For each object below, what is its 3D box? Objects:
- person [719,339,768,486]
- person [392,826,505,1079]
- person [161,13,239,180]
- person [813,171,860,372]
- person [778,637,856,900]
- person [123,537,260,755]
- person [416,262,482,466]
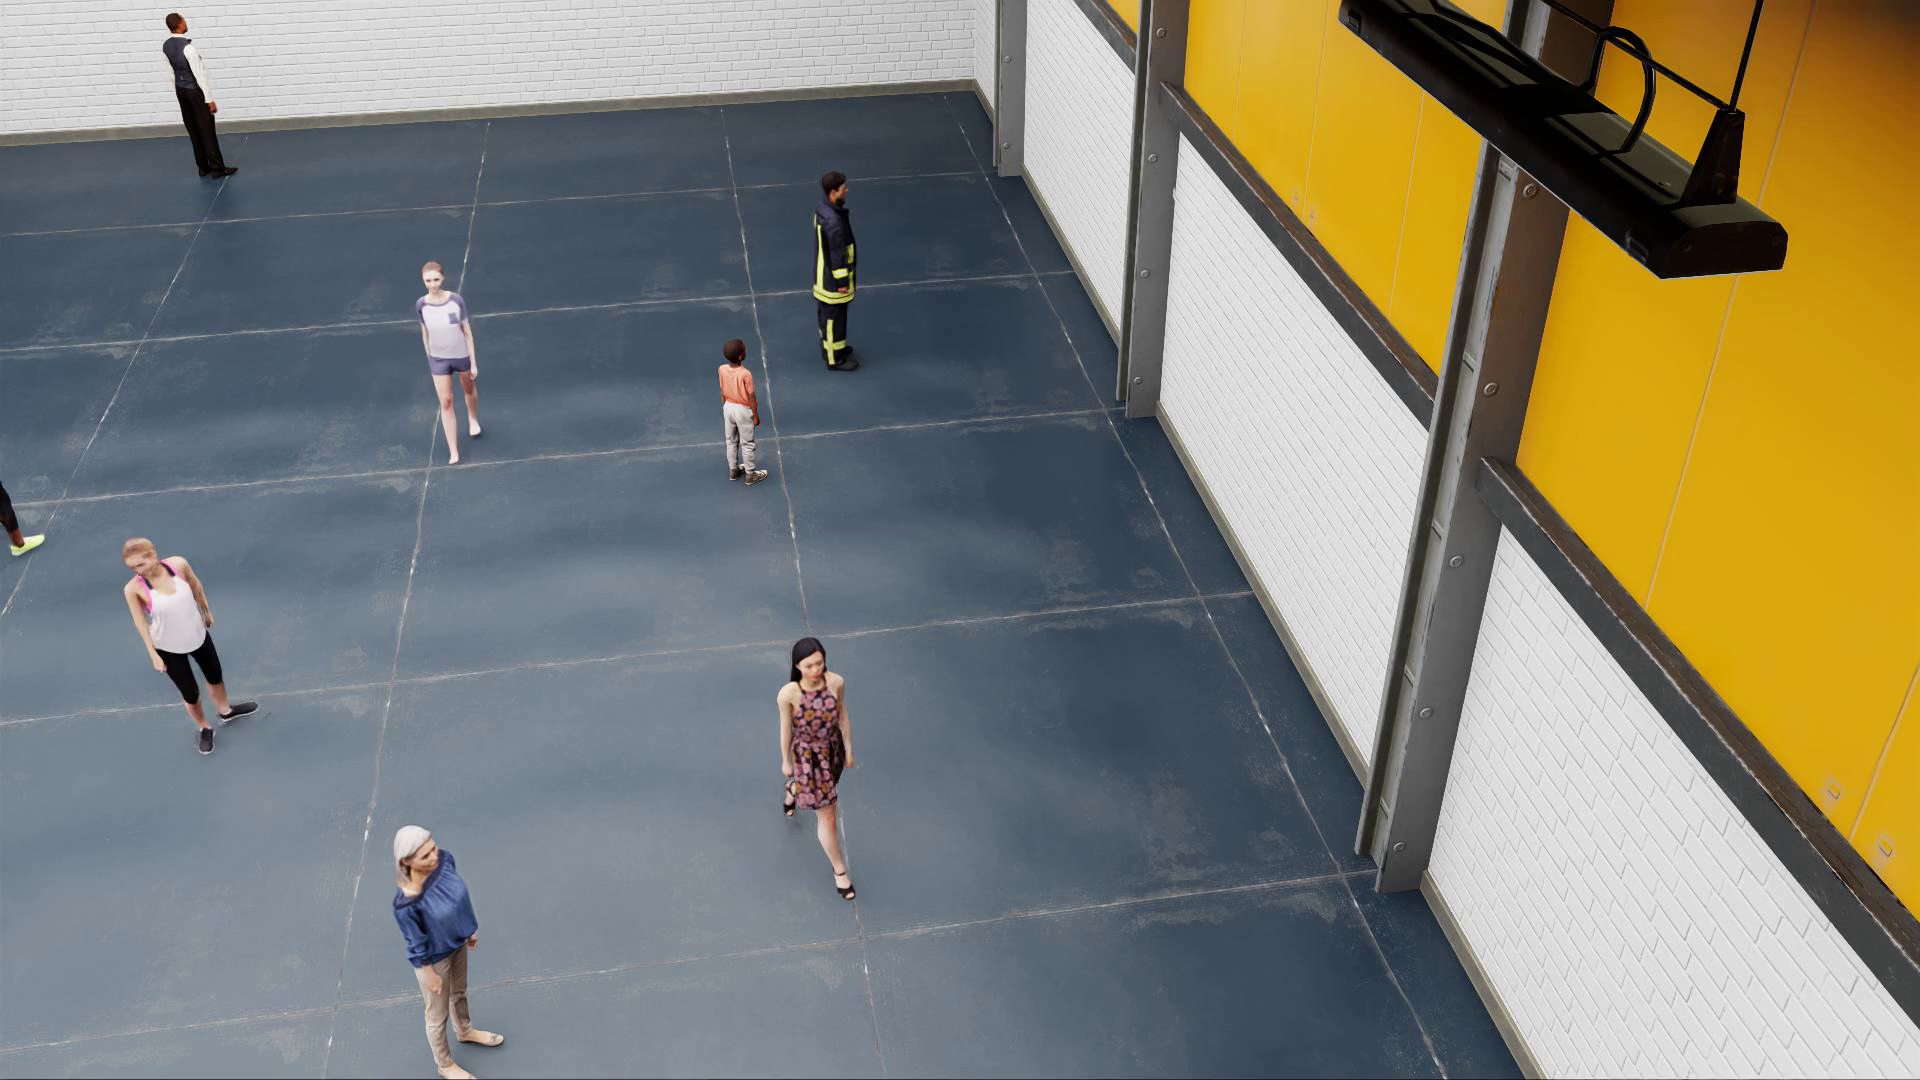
[{"bbox_3d":[-1.845,-1.078,13.869,0.567,1.310,0.612,17,37,23],"label":"person"},{"bbox_3d":[-2.716,2.141,8.676,0.751,1.698,0.631,7,34,11],"label":"person"},{"bbox_3d":[-9.016,-5.226,19.559,0.782,1.919,0.795,14,36,20],"label":"person"},{"bbox_3d":[-1.181,-2.513,15.471,0.843,1.926,0.586,-7,34,-10],"label":"person"},{"bbox_3d":[-0.882,1.272,9.949,0.880,1.736,1.246,-18,38,-25],"label":"person"},{"bbox_3d":[-5.080,0.636,10.892,0.908,1.750,0.864,15,36,21],"label":"person"},{"bbox_3d":[-4.342,-1.592,14.272,0.622,1.720,1.111,-8,34,-12],"label":"person"}]
